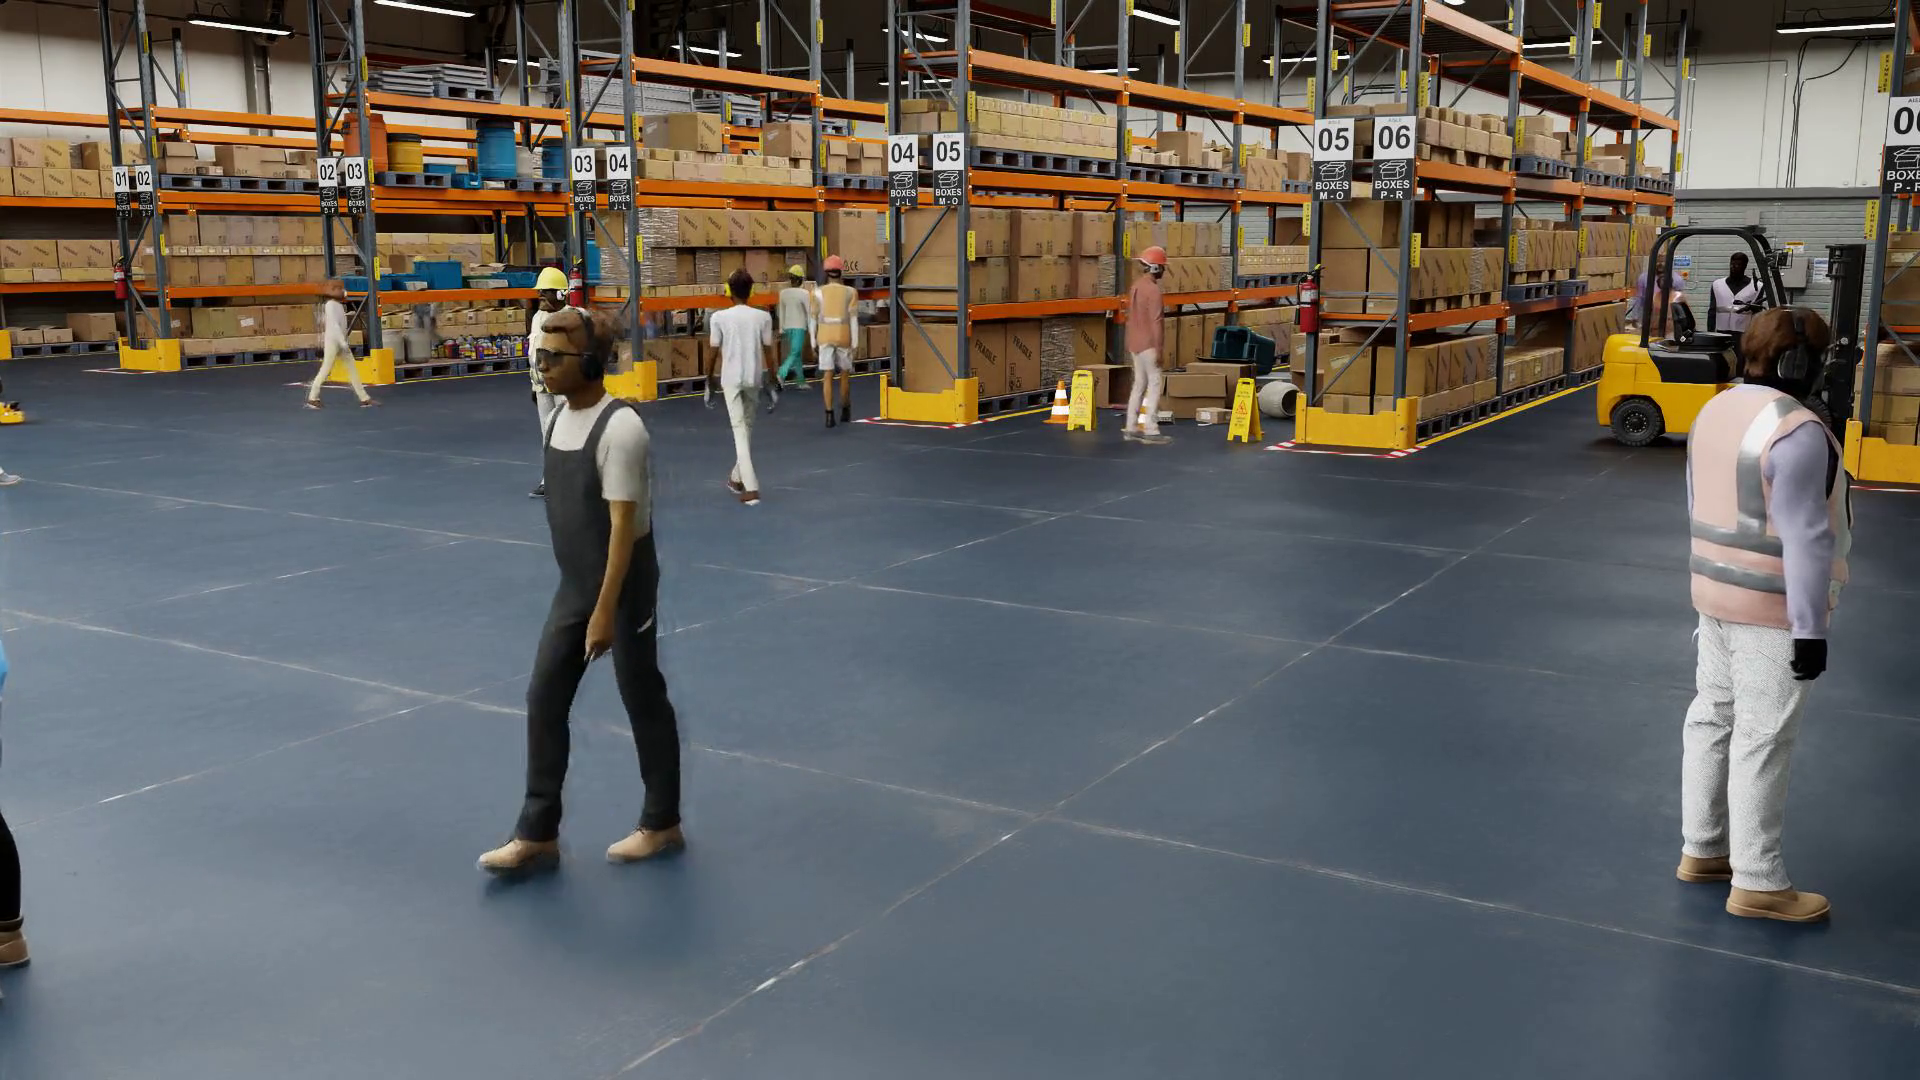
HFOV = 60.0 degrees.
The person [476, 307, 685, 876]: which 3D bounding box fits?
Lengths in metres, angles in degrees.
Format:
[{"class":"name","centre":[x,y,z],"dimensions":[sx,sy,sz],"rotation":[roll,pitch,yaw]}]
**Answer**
[{"class":"person","centre":[-1.219,0.189,5.239],"dimensions":[0.511,1.815,0.815],"rotation":[9,13,40]}]

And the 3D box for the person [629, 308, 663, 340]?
[{"class":"person","centre":[-4.696,-3.257,24.766],"dimensions":[0.551,1.750,0.513],"rotation":[2,10,13]}]

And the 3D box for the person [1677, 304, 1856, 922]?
[{"class":"person","centre":[2.442,0.215,5.048],"dimensions":[0.429,1.844,0.627],"rotation":[-1,10,-4]}]

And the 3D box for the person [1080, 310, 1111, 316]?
[{"class":"person","centre":[2.097,-3.539,25.854],"dimensions":[0.584,1.919,0.382],"rotation":[8,13,36]}]

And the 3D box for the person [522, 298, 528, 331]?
[{"class":"person","centre":[-9.159,-5.281,35.475],"dimensions":[0.605,1.966,0.367],"rotation":[10,14,43]}]

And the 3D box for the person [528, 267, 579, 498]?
[{"class":"person","centre":[-3.183,-1.221,13.111],"dimensions":[0.586,1.833,0.403],"rotation":[7,12,34]}]

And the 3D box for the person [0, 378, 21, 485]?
[{"class":"person","centre":[-8.213,-1.382,13.876],"dimensions":[0.574,1.883,0.356],"rotation":[5,11,24]}]

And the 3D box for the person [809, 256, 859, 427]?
[{"class":"person","centre":[-1.408,-2.228,18.636],"dimensions":[0.552,1.875,1.013],"rotation":[0,10,-2]}]

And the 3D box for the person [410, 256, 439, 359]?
[{"class":"person","centre":[-8.738,-3.658,26.826],"dimensions":[0.627,1.800,0.807],"rotation":[4,11,24]}]

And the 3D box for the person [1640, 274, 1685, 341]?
[{"class":"person","centre":[9.473,-2.789,22.495],"dimensions":[0.545,1.604,0.794],"rotation":[7,12,35]}]

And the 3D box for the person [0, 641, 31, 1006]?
[{"class":"person","centre":[-2.706,0.407,4.396],"dimensions":[0.321,1.689,0.529],"rotation":[-3,11,-18]}]

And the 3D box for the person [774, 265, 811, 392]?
[{"class":"person","centre":[-2.295,-2.888,22.750],"dimensions":[0.522,1.739,0.808],"rotation":[7,12,34]}]

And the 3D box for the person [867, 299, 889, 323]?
[{"class":"person","centre":[-1.600,-4.796,32.880],"dimensions":[0.547,1.925,0.584],"rotation":[5,11,28]}]

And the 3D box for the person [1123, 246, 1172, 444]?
[{"class":"person","centre":[1.909,-1.958,16.796],"dimensions":[0.419,1.984,0.638],"rotation":[-3,11,-18]}]

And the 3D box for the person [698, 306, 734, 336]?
[{"class":"person","centre":[-3.696,-3.460,25.383],"dimensions":[0.630,1.933,0.358],"rotation":[0,10,1]}]

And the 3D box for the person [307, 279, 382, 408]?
[{"class":"person","centre":[-7.637,-2.400,20.414],"dimensions":[0.870,1.589,0.502],"rotation":[0,10,-2]}]

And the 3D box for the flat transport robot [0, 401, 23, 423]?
[{"class":"flat transport robot","centre":[-11.242,-1.395,18.460],"dimensions":[1.431,0.197,0.652],"rotation":[-6,12,-31]}]

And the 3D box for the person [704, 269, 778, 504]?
[{"class":"person","centre":[-1.748,-1.221,13.152],"dimensions":[0.545,1.818,0.968],"rotation":[-4,11,-24]}]

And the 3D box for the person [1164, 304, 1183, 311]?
[{"class":"person","centre":[4.542,-5.073,35.355],"dimensions":[0.526,1.596,0.859],"rotation":[0,10,-2]}]

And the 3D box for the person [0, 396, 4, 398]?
[{"class":"person","centre":[-12.794,-2.602,21.472],"dimensions":[0.505,1.618,0.627],"rotation":[5,11,26]}]

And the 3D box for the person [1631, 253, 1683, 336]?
[{"class":"person","centre":[10.202,-3.259,24.407],"dimensions":[0.651,1.879,0.818],"rotation":[6,12,29]}]

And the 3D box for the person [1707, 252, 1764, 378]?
[{"class":"person","centre":[9.174,-2.444,19.734],"dimensions":[0.587,1.914,0.392],"rotation":[6,12,32]}]

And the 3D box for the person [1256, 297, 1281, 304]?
[{"class":"person","centre":[5.933,-4.615,32.061],"dimensions":[0.651,1.861,0.989],"rotation":[9,13,40]}]
